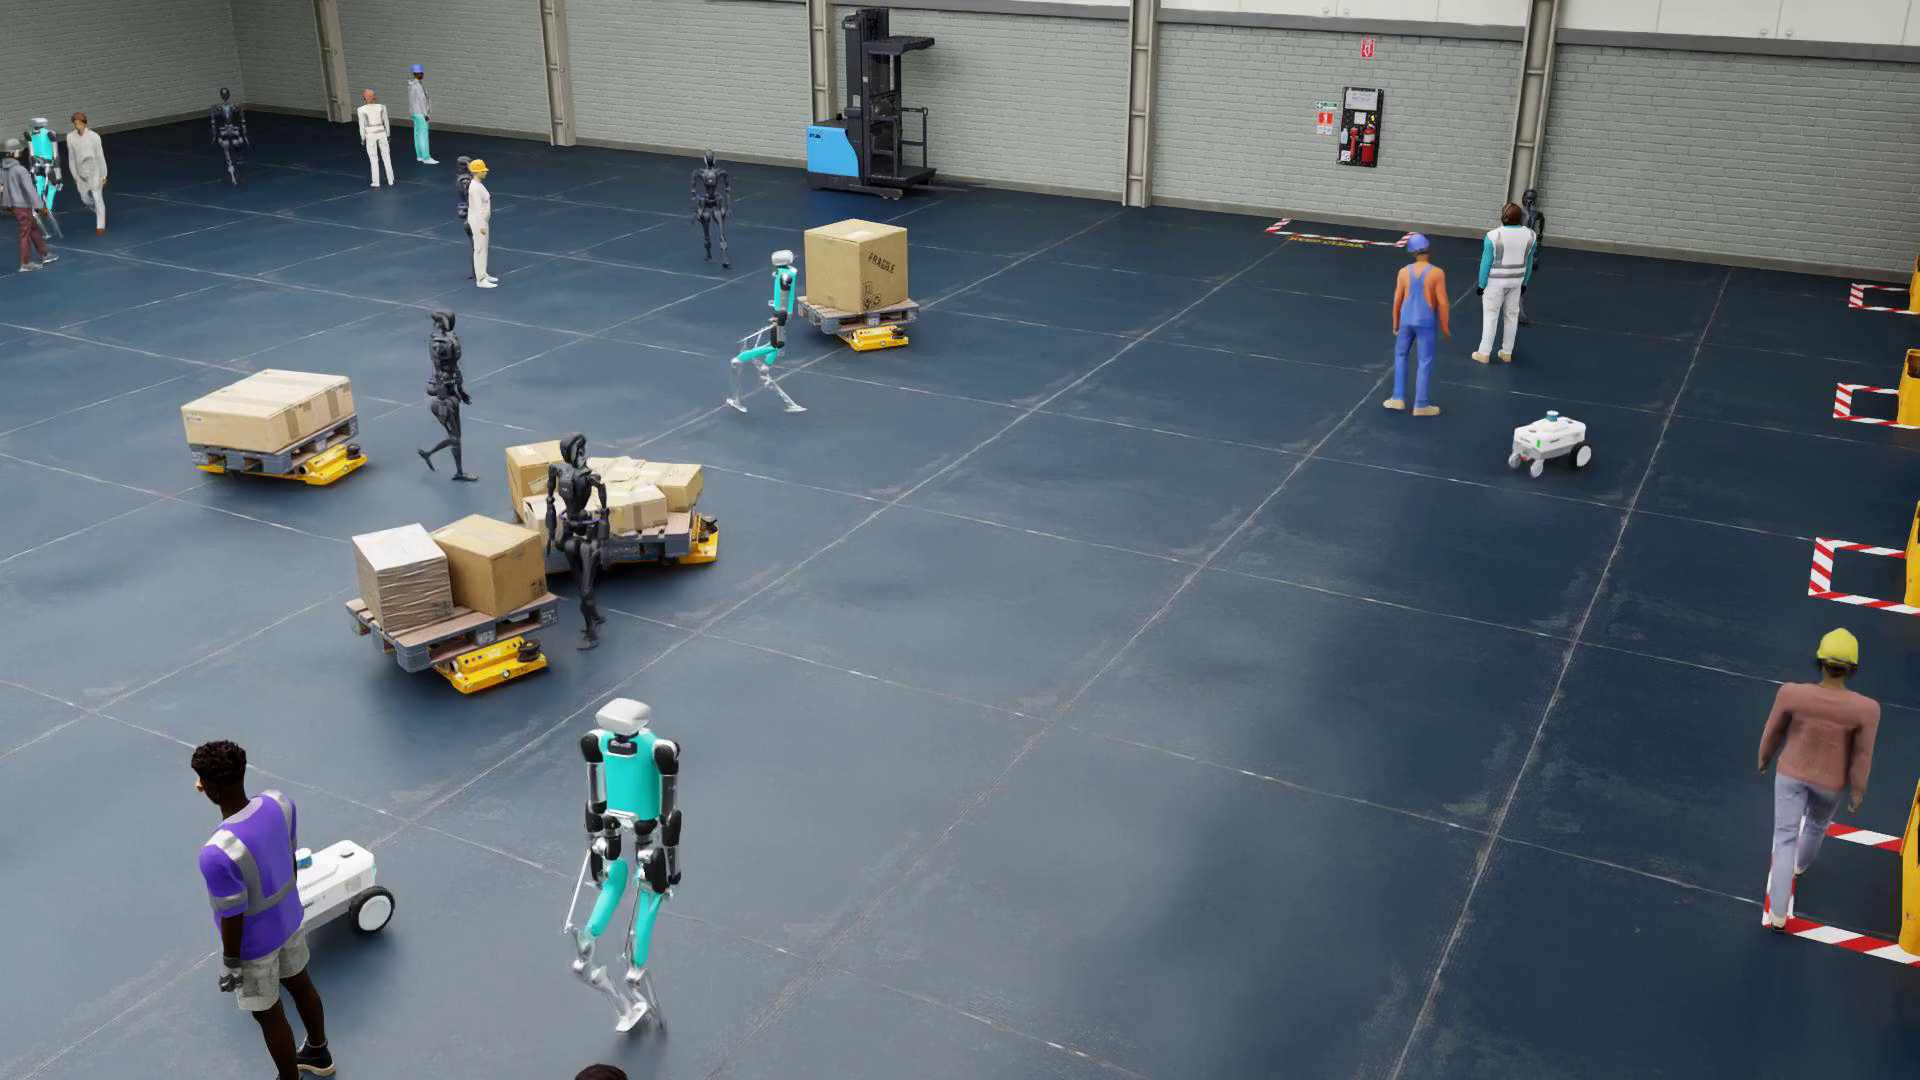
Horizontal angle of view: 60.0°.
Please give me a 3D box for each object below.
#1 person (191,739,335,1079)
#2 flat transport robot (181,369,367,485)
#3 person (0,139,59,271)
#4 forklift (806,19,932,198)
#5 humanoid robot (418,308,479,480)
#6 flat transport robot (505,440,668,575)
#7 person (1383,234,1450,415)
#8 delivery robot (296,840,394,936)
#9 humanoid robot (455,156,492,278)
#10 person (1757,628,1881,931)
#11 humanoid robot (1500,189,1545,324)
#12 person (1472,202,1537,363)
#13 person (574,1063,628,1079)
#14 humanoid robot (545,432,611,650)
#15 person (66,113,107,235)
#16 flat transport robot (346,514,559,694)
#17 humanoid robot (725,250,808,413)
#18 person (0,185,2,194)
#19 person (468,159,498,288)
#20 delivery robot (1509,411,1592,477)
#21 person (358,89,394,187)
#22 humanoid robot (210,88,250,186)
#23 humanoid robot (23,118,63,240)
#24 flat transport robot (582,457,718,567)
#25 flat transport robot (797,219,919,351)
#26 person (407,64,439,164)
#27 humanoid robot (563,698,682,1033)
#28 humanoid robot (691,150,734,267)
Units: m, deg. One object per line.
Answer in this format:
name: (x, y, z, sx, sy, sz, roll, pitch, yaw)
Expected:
person: (-3.284, 1.811, 7.801, 0.362, 1.961, 0.612, 4, 24, 9)
flat transport robot: (-6.527, -0.783, 15.986, 1.431, 0.231, 0.659, 7, 24, 15)
person: (-12.925, -4.683, 23.133, 0.581, 1.787, 0.767, 13, 26, 28)
forklift: (-1.573, -7.292, 27.850, 1.873, 2.768, 1.129, 12, 26, 25)
humanoid robot: (-4.881, -1.365, 15.570, 0.566, 1.645, 0.595, 1, 23, 2)
flat transport robot: (-3.147, 0.062, 14.018, 1.431, 0.231, 0.659, -11, 26, -24)
person: (4.796, -2.228, 17.331, 0.642, 1.875, 0.370, 15, 28, 32)
delivery robot: (-3.578, 1.983, 9.204, 0.499, 0.610, 0.804, 17, 29, 35)
humanoid robot: (-6.615, -4.375, 22.553, 0.345, 1.649, 0.610, -5, 24, -12)
person: (4.771, 1.282, 9.330, 0.543, 1.715, 0.899, 11, 26, 24)
humanoid robot: (6.965, -3.532, 20.683, 0.601, 1.636, 0.790, -6, 24, -15)
person: (6.199, -2.936, 19.003, 0.625, 1.846, 0.429, -4, 24, -9)
person: (-1.235, 2.645, 5.920, 0.393, 1.916, 0.591, 12, 26, 26)
humanoid robot: (-2.859, -0.023, 12.439, 0.591, 1.642, 0.518, 10, 25, 21)
person: (-13.169, -5.568, 25.188, 0.514, 1.809, 0.644, -3, 23, -6)
flat transport robot: (-3.759, 0.737, 12.446, 0.659, 0.231, 1.431, -20, 30, -39)
humanoid robot: (-2.129, -2.117, 17.303, 1.015, 1.775, 0.531, -2, 23, -5)
person: (-15.044, -5.851, 25.788, 0.781, 1.850, 0.522, -4, 24, -10)
person: (-6.389, -4.228, 22.210, 0.339, 1.689, 0.462, -5, 24, -10)
delivery robot: (5.673, -0.948, 16.000, 0.782, 0.589, 0.499, -14, 27, -29)
person: (-9.969, -6.855, 28.381, 0.514, 1.641, 0.308, -15, 28, -31)
humanoid robot: (-12.568, -6.937, 28.606, 0.599, 1.644, 0.790, -9, 25, -21)
humanoid robot: (-13.693, -5.308, 24.709, 0.551, 1.820, 0.717, 6, 24, 13)
flat transport robot: (-2.789, 0.010, 14.139, 1.431, 0.231, 0.659, -2, 23, -5)
flat transport robot: (-1.230, -2.595, 20.204, 0.659, 0.231, 1.431, -11, 25, -23)
person: (-9.847, -7.774, 30.354, 0.358, 1.773, 0.526, -15, 28, -32)
humanoid robot: (-1.720, 1.741, 8.295, 0.557, 1.806, 0.797, 8, 25, 19)
humanoid robot: (-3.457, -4.616, 23.172, 0.601, 1.619, 0.763, -8, 24, -17)
